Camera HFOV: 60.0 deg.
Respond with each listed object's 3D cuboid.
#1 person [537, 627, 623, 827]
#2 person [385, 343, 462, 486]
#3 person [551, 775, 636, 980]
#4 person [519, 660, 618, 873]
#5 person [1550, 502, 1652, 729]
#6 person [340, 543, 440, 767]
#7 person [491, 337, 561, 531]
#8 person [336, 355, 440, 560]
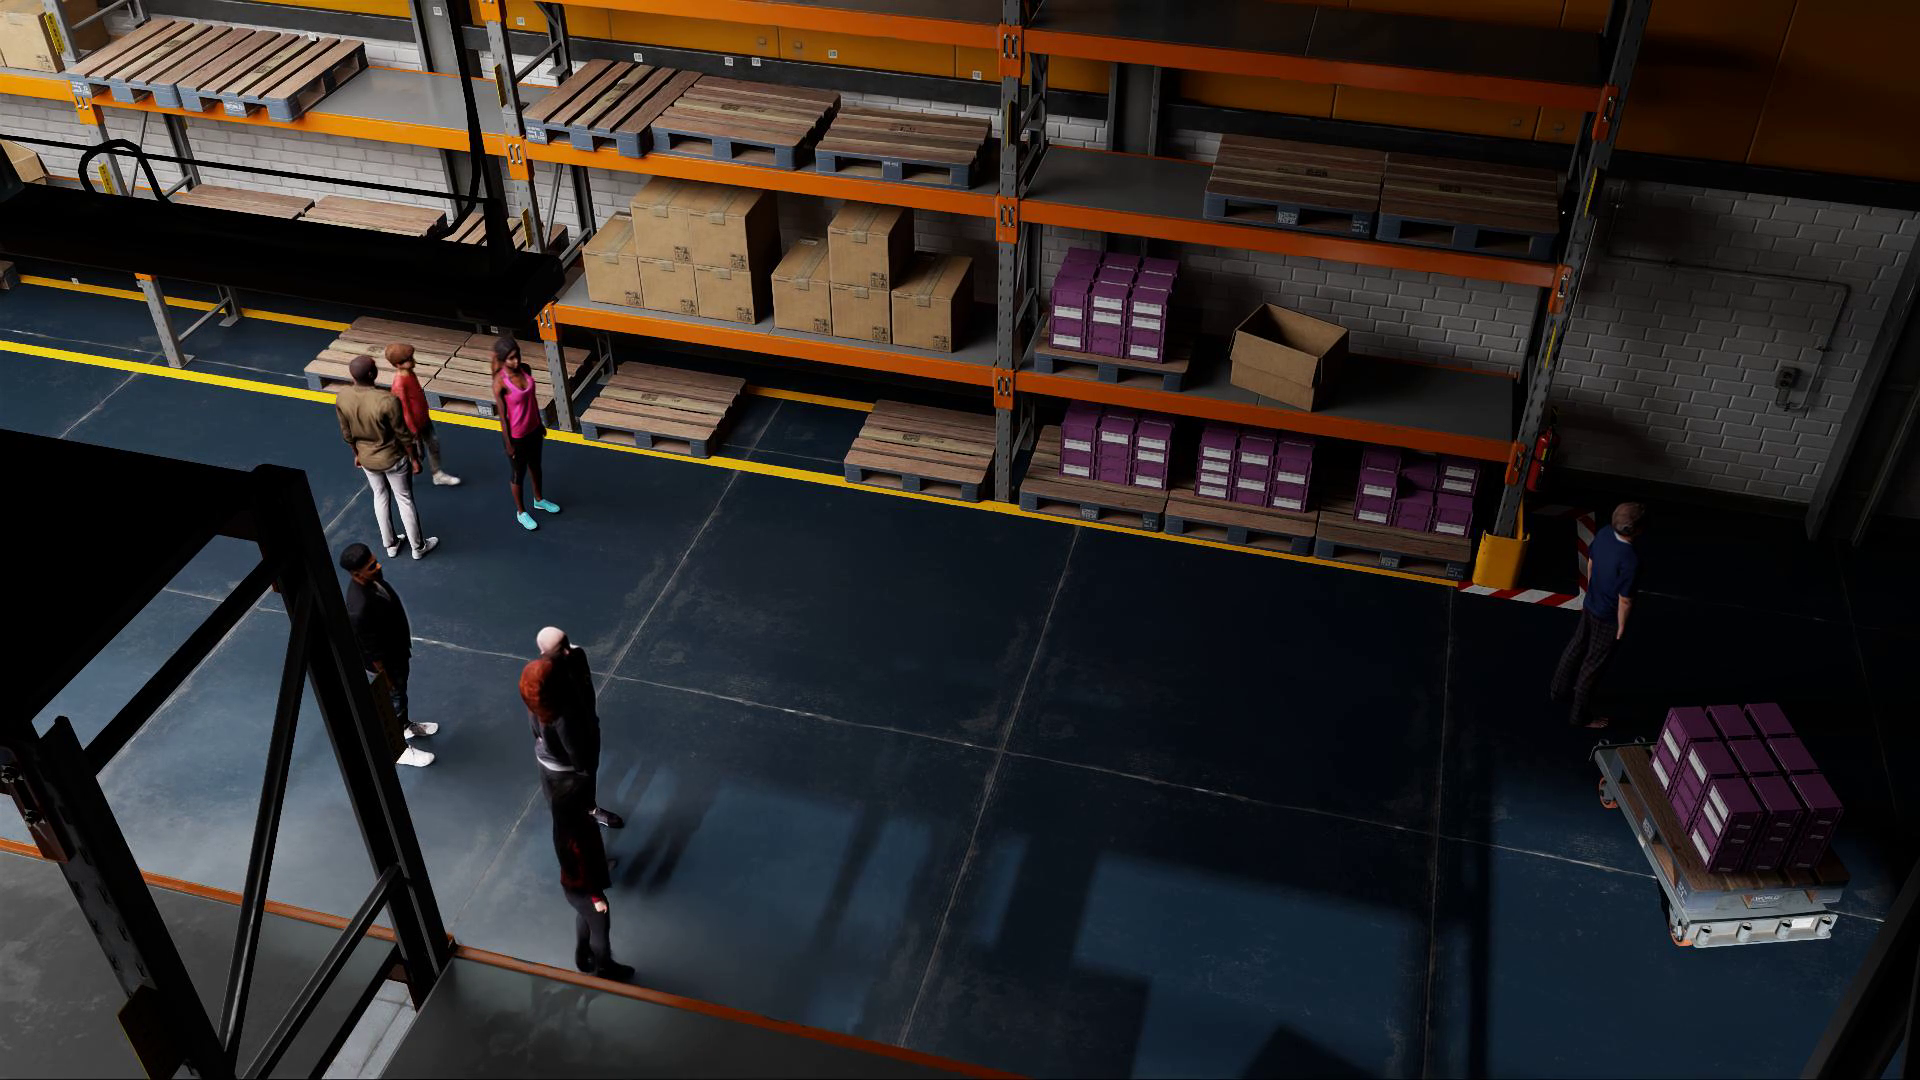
[{"bbox_3d":[-2.493,1.249,10.566,0.639,1.836,0.716,16,41,19],"label":"person"},{"bbox_3d":[-4.565,-0.994,13.723,0.844,1.402,0.598,3,39,3],"label":"person"},{"bbox_3d":[-2.230,2.014,9.760,0.727,1.646,0.684,-16,41,-20],"label":"person"},{"bbox_3d":[-2.487,1.422,10.395,0.596,1.779,0.715,31,48,33],"label":"person"},{"bbox_3d":[4.451,0.493,11.483,0.711,1.872,0.737,-7,39,-9],"label":"person"},{"bbox_3d":[-3.893,0.749,11.210,0.747,1.814,0.776,-5,39,-6],"label":"person"},{"bbox_3d":[-3.512,-0.885,13.329,0.641,1.722,0.635,23,44,26],"label":"person"},{"bbox_3d":[-4.480,-0.637,12.936,0.500,1.825,0.793,7,39,9],"label":"person"}]
